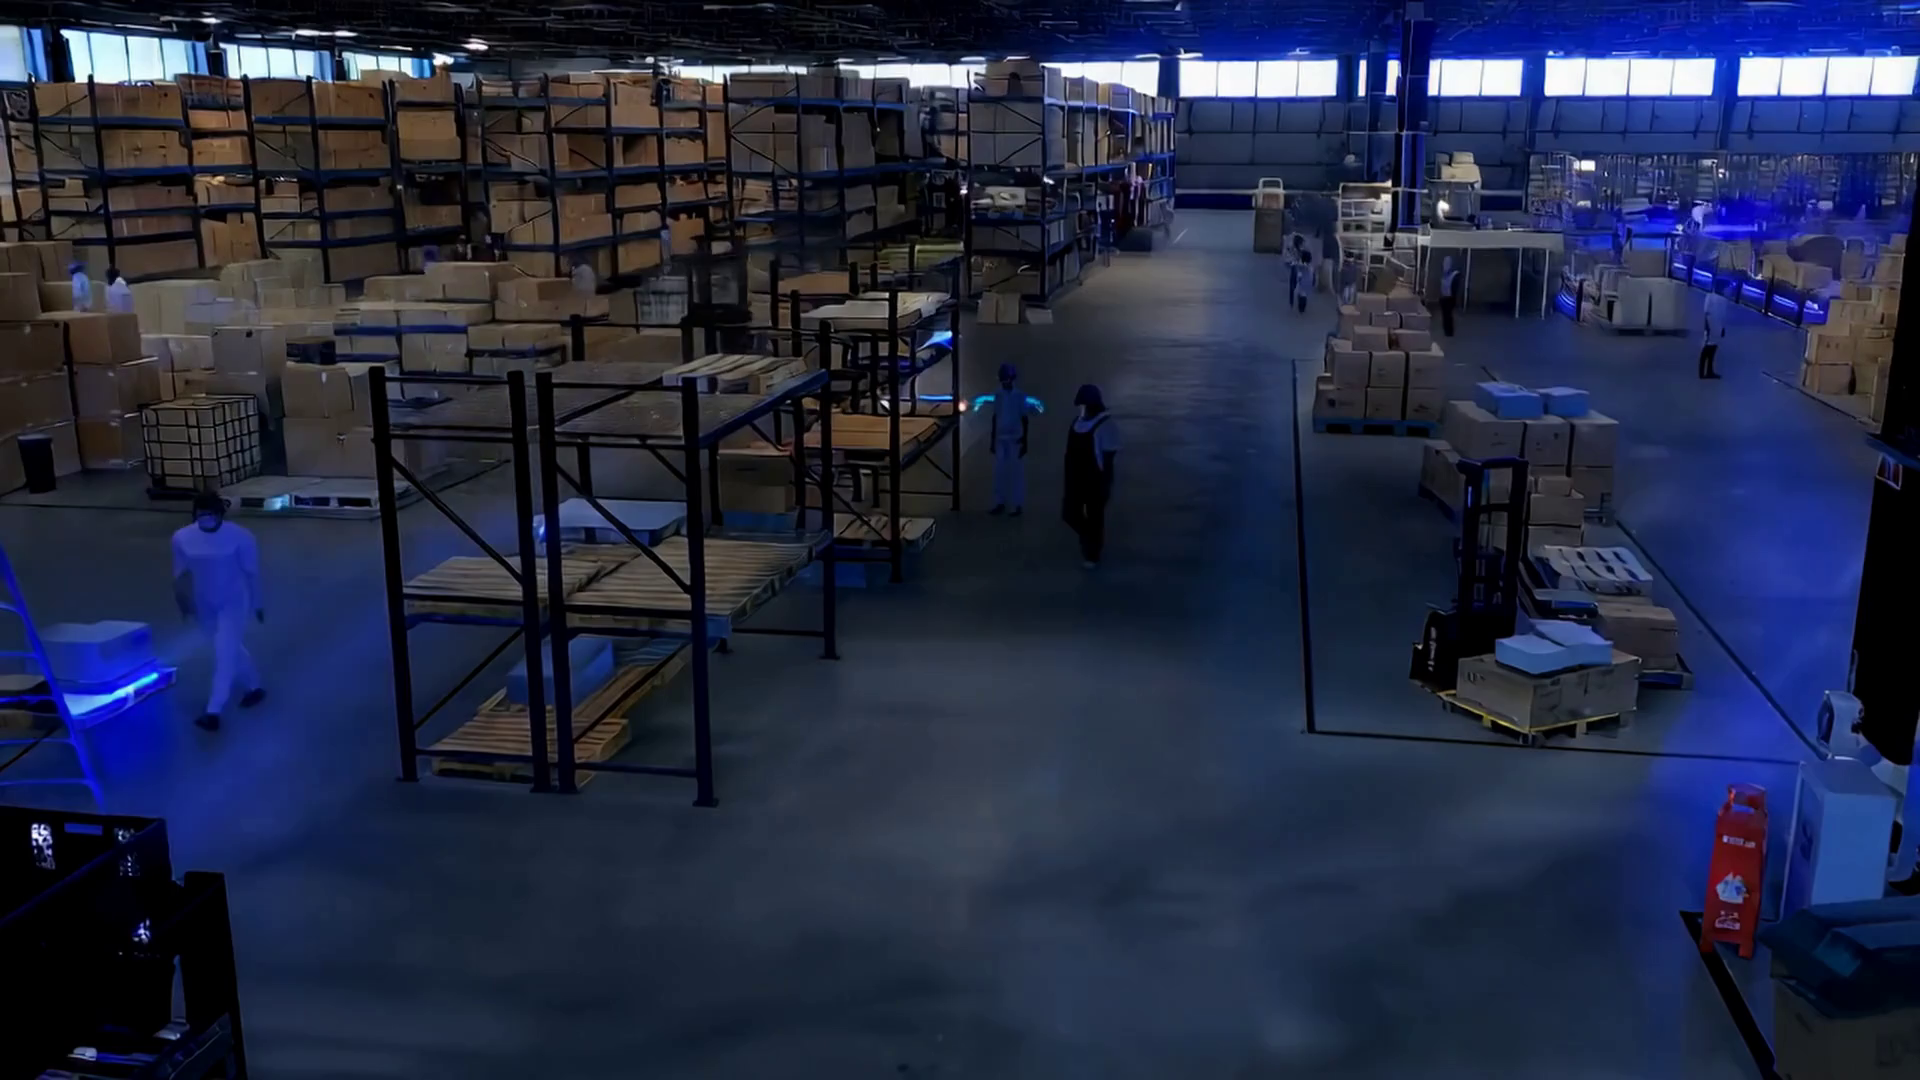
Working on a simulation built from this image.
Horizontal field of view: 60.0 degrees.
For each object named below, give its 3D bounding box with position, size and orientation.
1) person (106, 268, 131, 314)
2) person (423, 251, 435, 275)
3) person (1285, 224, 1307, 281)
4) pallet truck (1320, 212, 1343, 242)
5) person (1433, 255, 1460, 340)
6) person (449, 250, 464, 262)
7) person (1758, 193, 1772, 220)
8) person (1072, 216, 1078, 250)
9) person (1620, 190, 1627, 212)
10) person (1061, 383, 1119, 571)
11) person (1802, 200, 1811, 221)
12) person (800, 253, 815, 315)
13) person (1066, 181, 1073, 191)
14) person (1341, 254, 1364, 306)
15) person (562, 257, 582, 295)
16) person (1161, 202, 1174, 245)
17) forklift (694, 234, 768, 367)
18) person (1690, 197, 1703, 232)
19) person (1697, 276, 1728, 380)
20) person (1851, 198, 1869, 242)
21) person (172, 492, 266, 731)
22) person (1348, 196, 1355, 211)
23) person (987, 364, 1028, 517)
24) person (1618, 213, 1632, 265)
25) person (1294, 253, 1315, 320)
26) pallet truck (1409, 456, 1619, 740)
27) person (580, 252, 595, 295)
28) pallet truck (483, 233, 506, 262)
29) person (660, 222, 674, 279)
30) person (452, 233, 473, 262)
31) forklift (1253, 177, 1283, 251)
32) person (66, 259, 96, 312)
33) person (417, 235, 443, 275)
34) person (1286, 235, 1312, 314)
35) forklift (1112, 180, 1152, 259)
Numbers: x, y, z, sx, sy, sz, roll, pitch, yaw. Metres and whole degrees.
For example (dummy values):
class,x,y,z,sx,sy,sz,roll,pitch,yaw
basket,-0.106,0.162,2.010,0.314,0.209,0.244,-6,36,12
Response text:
class,x,y,z,sx,sy,sz,roll,pitch,yaw
person,-17.824,-4.880,35.302,1.036,1.787,0.621,-7,15,-26
person,-13.402,-6.490,42.081,0.865,1.650,0.536,1,14,3
person,10.118,-8.563,50.096,0.665,1.858,1.011,3,14,11
pallet truck,15.874,-13.227,70.310,0.680,1.201,1.601,10,17,35
person,10.880,-5.425,37.270,0.626,1.896,0.591,-4,15,-18
person,-11.309,-5.557,37.627,0.653,1.968,0.656,-6,15,-22
person,36.875,-15.090,76.250,0.611,2.026,0.549,1,14,4
person,4.096,-10.541,58.384,0.928,1.713,0.535,0,14,2
person,35.795,-18.236,89.583,0.344,1.741,0.561,-10,17,-35
person,1.358,-0.676,17.676,0.539,2.000,0.684,-10,17,-36
person,35.667,-13.473,70.291,0.770,1.727,0.517,4,15,18
person,-3.827,-6.338,41.528,0.479,1.625,0.518,-11,18,-38
person,5.824,-18.438,90.028,0.649,1.924,0.589,2,14,9
person,9.856,-6.345,41.603,0.539,1.596,0.804,-8,16,-28
person,-9.348,-6.018,40.213,0.524,1.631,0.318,-1,14,-2
person,8.533,-13.042,68.474,0.537,1.748,0.488,1,14,5
forklift,-4.167,-4.003,29.455,1.129,2.768,1.873,3,14,10
person,31.478,-13.779,71.362,0.817,1.799,0.629,2,14,9
person,14.194,-3.993,31.297,0.612,1.963,0.361,-10,17,-36
person,38.135,-13.546,70.379,0.717,1.822,0.579,5,15,20
person,-5.858,0.532,13.123,0.622,1.868,1.063,1,14,5
person,19.446,-16.527,82.901,0.360,1.613,0.564,-7,15,-26
person,0.585,-1.207,20.200,0.521,1.865,0.328,9,16,31
person,23.223,-10.506,58.053,0.403,1.818,0.602,10,17,34
person,8.624,-6.343,41.483,0.535,1.643,0.904,-5,15,-21
pallet truck,4.504,0.400,13.395,0.823,1.965,1.885,-6,15,-23
person,-8.542,-5.603,37.941,0.738,1.919,0.633,-4,14,-17
pallet truck,-11.832,-7.026,43.548,1.885,1.965,0.823,8,16,28
person,-8.762,-8.570,49.937,0.373,1.940,0.627,-10,17,-35
person,-13.532,-7.409,45.337,0.542,1.898,1.006,-3,14,-13
forklift,12.083,-12.747,64.956,1.129,2.768,1.873,3,14,10
person,-19.234,-5.190,36.357,1.031,1.859,0.537,0,14,2
person,-14.475,-7.446,45.646,0.645,1.804,0.869,1,14,5
person,8.618,-6.739,42.327,0.620,2.020,0.534,2,14,7
forklift,6.082,-11.722,60.796,1.873,2.768,1.129,2,14,9
